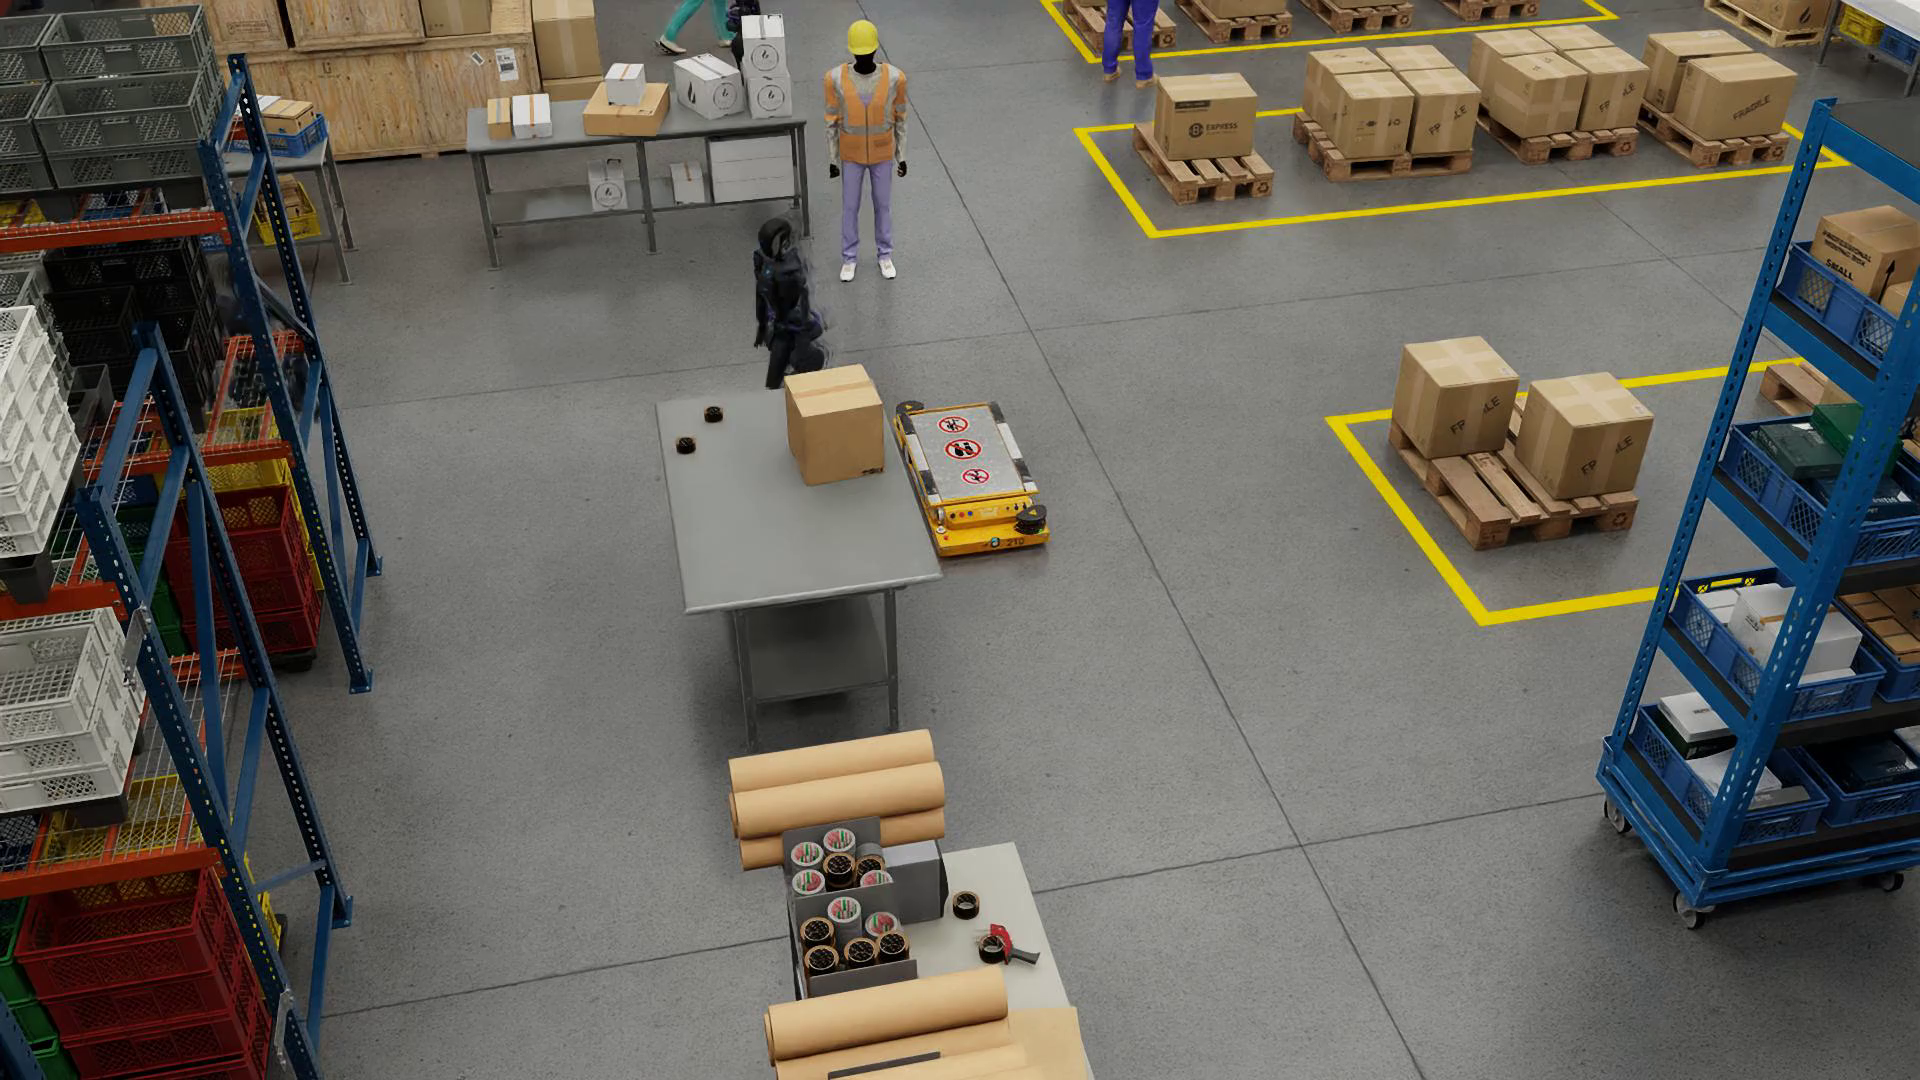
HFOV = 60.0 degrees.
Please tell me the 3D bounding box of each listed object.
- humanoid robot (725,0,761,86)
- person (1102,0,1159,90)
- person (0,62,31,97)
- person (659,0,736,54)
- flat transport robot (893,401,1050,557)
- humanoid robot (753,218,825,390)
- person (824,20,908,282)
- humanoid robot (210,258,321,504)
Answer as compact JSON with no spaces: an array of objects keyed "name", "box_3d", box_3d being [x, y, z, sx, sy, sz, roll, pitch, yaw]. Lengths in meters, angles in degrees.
[{"name":"humanoid robot","box_3d":[-1.833,-4.354,14.224,0.330,1.651,0.577,3,37,4]},{"name":"person","box_3d":[1.573,-5.102,14.927,0.682,2.000,0.536,20,41,25]},{"name":"person","box_3d":[-8.449,-4.374,14.035,0.810,1.949,0.644,-23,42,-28]},{"name":"person","box_3d":[-2.482,-5.433,15.633,0.865,1.725,0.530,-9,38,-11]},{"name":"flat transport robot","box_3d":[0.046,-0.430,10.108,0.652,0.197,1.431,-8,37,-10]},{"name":"humanoid robot","box_3d":[-1.043,-1.180,9.968,0.645,1.644,0.639,-30,46,-34]},{"name":"person","box_3d":[-0.658,-2.768,11.884,0.587,1.927,0.383,-3,37,-4]},{"name":"humanoid robot","box_3d":[-4.054,-0.909,9.619,0.706,1.627,0.390,1,37,2]}]
